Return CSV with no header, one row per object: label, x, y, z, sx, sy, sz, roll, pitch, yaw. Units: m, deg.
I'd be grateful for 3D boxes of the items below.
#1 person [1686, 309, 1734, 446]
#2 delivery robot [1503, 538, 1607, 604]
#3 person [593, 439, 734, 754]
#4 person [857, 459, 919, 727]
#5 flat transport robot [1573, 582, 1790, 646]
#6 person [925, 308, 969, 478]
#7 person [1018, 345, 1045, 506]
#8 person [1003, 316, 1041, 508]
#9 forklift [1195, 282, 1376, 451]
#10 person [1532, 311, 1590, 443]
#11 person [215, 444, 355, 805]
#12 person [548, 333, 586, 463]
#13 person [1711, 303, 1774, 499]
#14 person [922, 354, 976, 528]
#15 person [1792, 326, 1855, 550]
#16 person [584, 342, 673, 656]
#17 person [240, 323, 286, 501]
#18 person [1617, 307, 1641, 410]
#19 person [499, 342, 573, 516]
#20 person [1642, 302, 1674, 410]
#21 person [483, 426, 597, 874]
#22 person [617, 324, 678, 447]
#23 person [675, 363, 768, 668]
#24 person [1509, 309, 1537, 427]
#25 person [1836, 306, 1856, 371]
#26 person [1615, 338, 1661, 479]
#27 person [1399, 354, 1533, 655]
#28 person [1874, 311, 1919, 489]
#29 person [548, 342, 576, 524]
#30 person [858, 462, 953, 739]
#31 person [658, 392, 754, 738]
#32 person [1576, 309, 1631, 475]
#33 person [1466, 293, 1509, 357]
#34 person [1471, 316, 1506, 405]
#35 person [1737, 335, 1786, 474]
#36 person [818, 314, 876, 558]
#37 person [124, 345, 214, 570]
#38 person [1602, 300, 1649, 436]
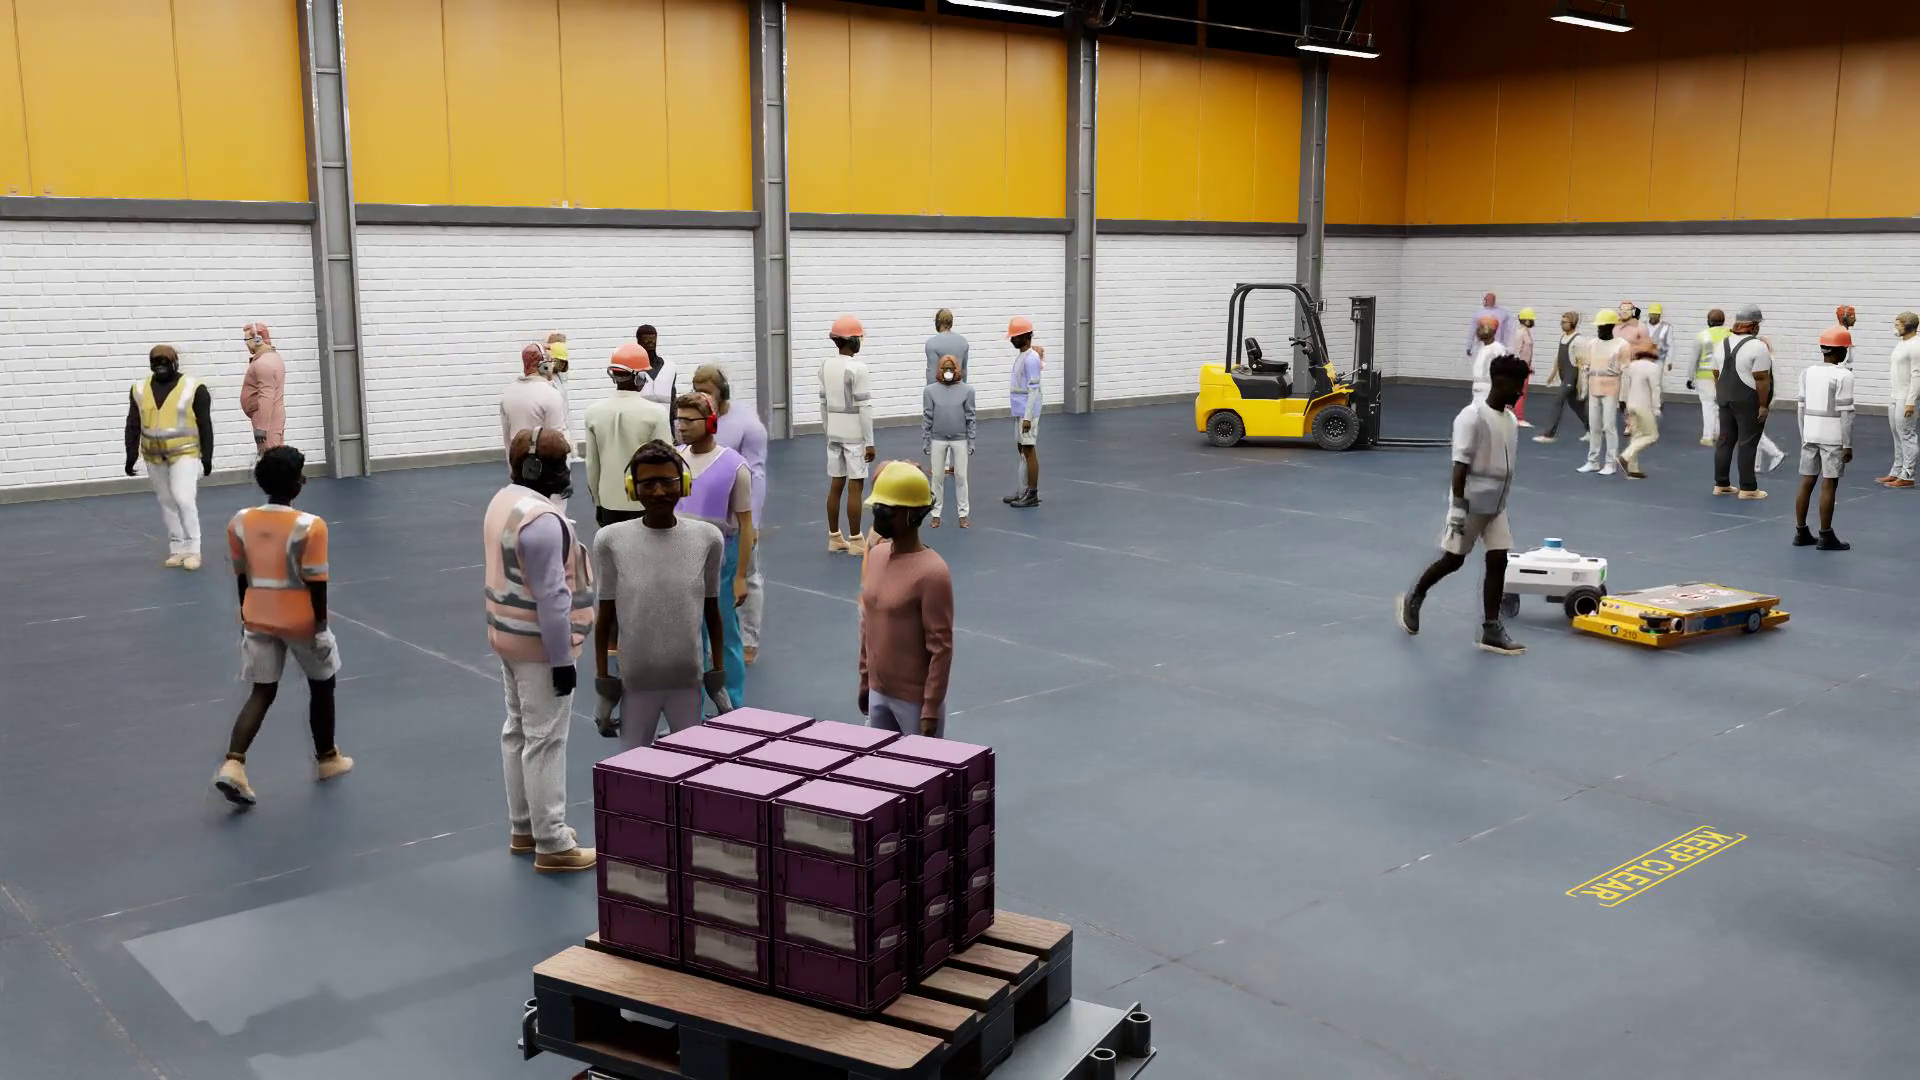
person,10.096,-2.190,22.384,0.661,1.823,0.595,0,10,-2
delivery robot,4.152,0.230,11.662,0.707,0.478,0.477,3,10,20
person,-1.108,0.552,6.206,0.519,1.874,0.327,-3,10,-17
person,-0.302,0.452,7.460,0.315,1.640,0.514,0,10,-2
flat transport robot,4.904,0.485,11.276,1.431,0.197,0.652,-6,11,-31
person,-0.166,-1.684,19.098,0.629,1.940,0.379,-9,13,-43
person,0.723,-1.163,16.942,0.268,1.630,0.507,1,10,3
person,0.634,-1.291,16.826,0.368,1.929,0.542,-2,10,-10
forklift,4.328,-2.346,22.227,2.313,2.155,1.214,3,10,16
person,8.325,-2.213,22.616,0.963,1.804,0.518,0,10,-1
person,-3.179,0.389,7.749,0.532,1.665,0.793,2,10,14
person,-4.990,-1.713,20.245,0.780,1.610,0.523,-6,11,-31
person,8.264,-1.459,17.484,0.537,2.000,0.682,-4,10,-20
person,-0.101,-0.918,15.531,0.502,1.627,0.277,1,10,3
person,7.499,-0.879,14.387,0.355,1.938,0.545,-3,10,-20
person,-2.057,-0.244,10.500,0.610,1.995,0.375,3,10,17
person,-6.661,-1.125,15.934,0.409,1.903,0.639,-3,10,-15
person,11.043,-2.977,27.374,0.319,1.697,0.533,-8,13,-40
person,-3.052,-0.490,12.197,0.636,1.911,0.405,8,12,37
person,10.968,-2.866,26.383,0.612,1.812,0.431,7,12,37
person,-1.733,0.449,6.908,0.430,1.841,0.624,-6,11,-30
person,-2.847,-1.008,15.200,0.598,1.917,0.378,-7,12,-34
person,-1.454,-0.104,9.981,0.656,1.887,0.957,3,10,18
person,8.442,-2.571,24.882,0.510,1.760,0.533,7,12,37
person,11.569,-2.135,21.905,0.362,1.883,0.575,3,10,18
person,7.662,-1.474,18.784,0.435,1.614,0.538,-2,10,-11
person,3.326,-0.258,10.829,0.683,1.918,0.907,-7,12,-34
person,10.331,-1.527,18.185,0.355,1.936,0.633,2,10,14
person,-3.762,-0.973,15.531,0.311,1.736,0.483,0,10,-2
person,-0.223,0.582,6.329,0.305,1.772,0.525,-7,12,-36
person,-1.302,0.149,8.633,0.564,1.846,0.393,6,11,32
person,7.486,-1.723,19.360,0.381,1.924,0.595,-5,11,-28
person,9.310,-3.428,29.499,0.679,1.864,0.930,-1,10,-5
person,5.932,-1.544,18.552,0.442,1.862,0.676,0,10,-1
person,9.294,-1.567,19.322,0.466,1.618,0.553,3,10,17
person,-0.933,-0.874,14.039,0.364,2.048,0.608,-9,13,-43
person,-6.405,-0.657,13.439,0.647,1.825,0.601,0,10,2
person,9.349,-2.422,23.501,0.409,1.911,0.651,-9,13,-43
